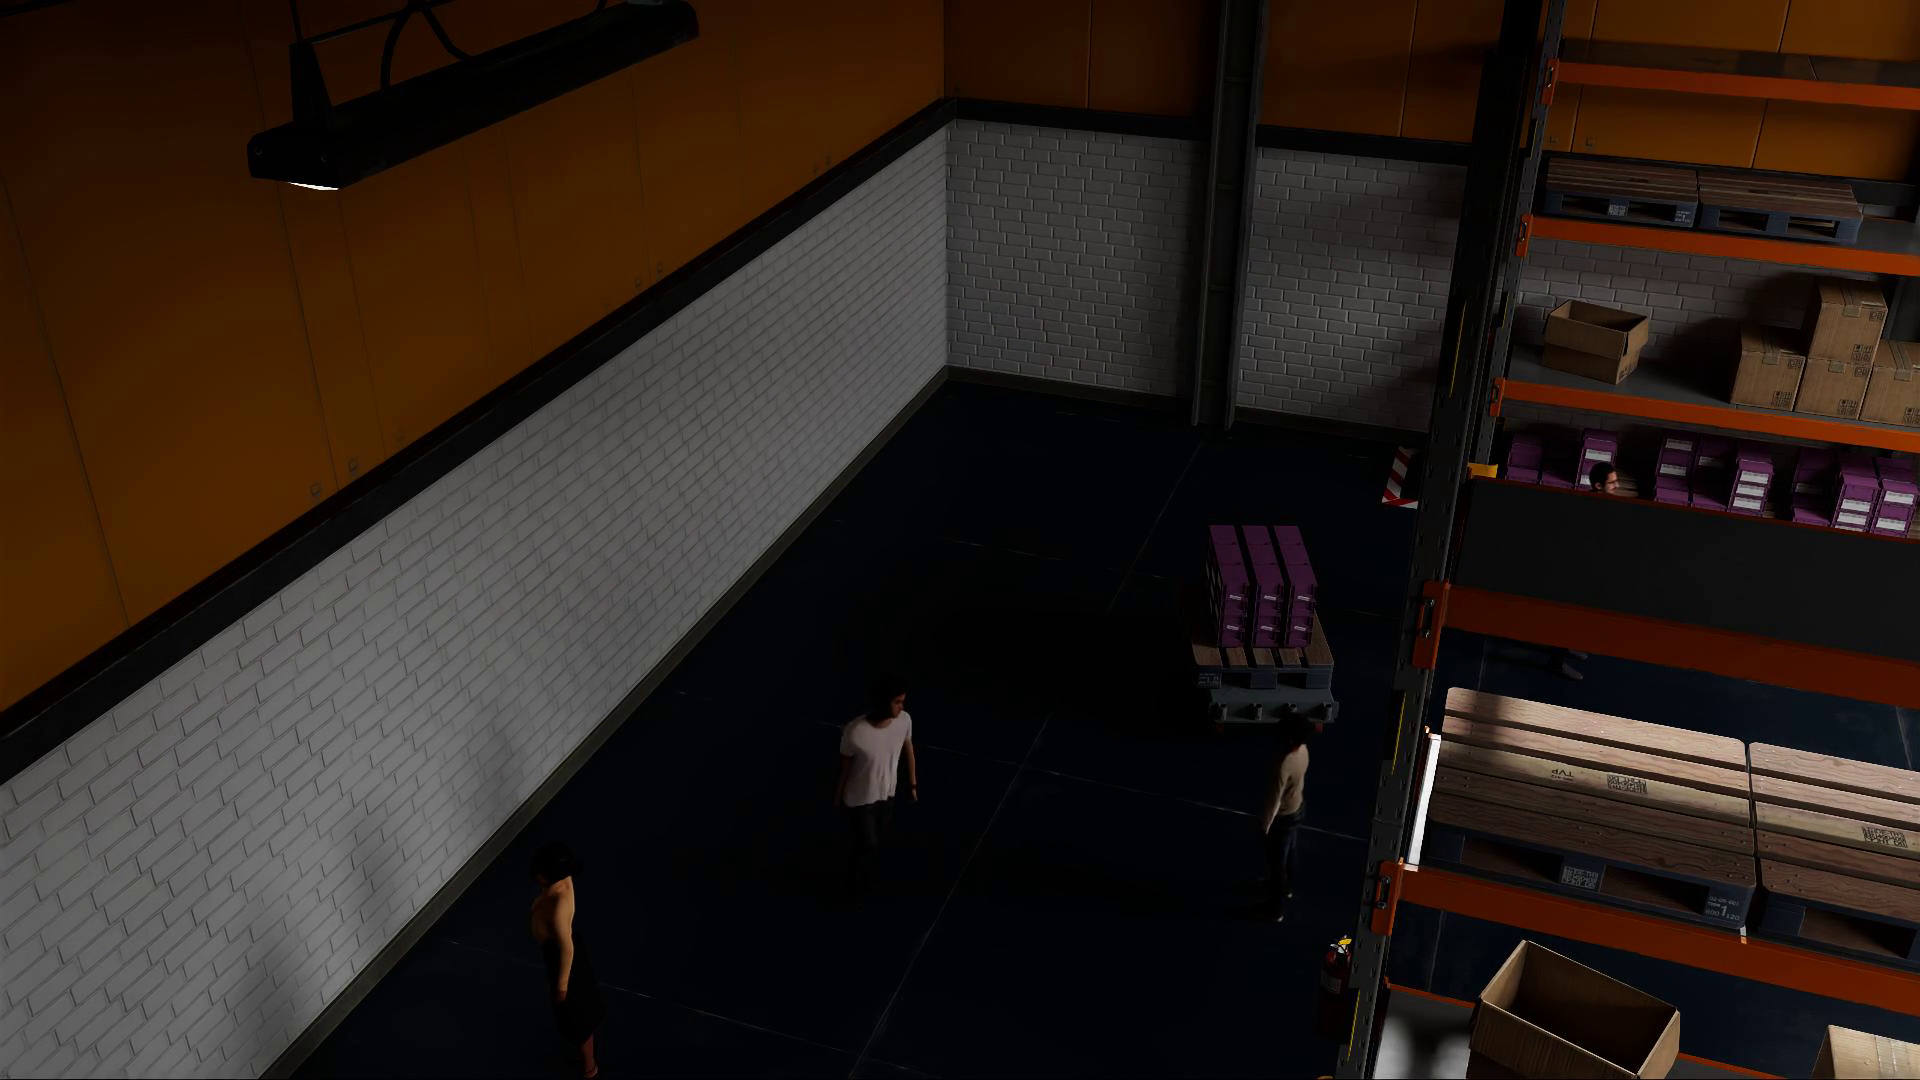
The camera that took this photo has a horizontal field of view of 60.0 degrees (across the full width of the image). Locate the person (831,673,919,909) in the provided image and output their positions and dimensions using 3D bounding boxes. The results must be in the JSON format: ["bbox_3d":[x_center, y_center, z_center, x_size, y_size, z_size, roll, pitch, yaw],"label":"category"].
[{"bbox_3d":[-0.603,1.525,10.369,0.795,1.683,0.848,-15,32,-25],"label":"person"}]

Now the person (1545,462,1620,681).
[{"bbox_3d":[4.766,0.198,12.728,0.550,1.754,0.636,13,31,22],"label":"person"}]

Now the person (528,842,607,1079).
[{"bbox_3d":[-2.124,2.298,8.983,0.693,1.652,0.664,-6,29,-10],"label":"person"}]

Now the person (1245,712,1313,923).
[{"bbox_3d":[2.020,1.691,10.296,0.536,1.461,0.577,13,31,23],"label":"person"}]
